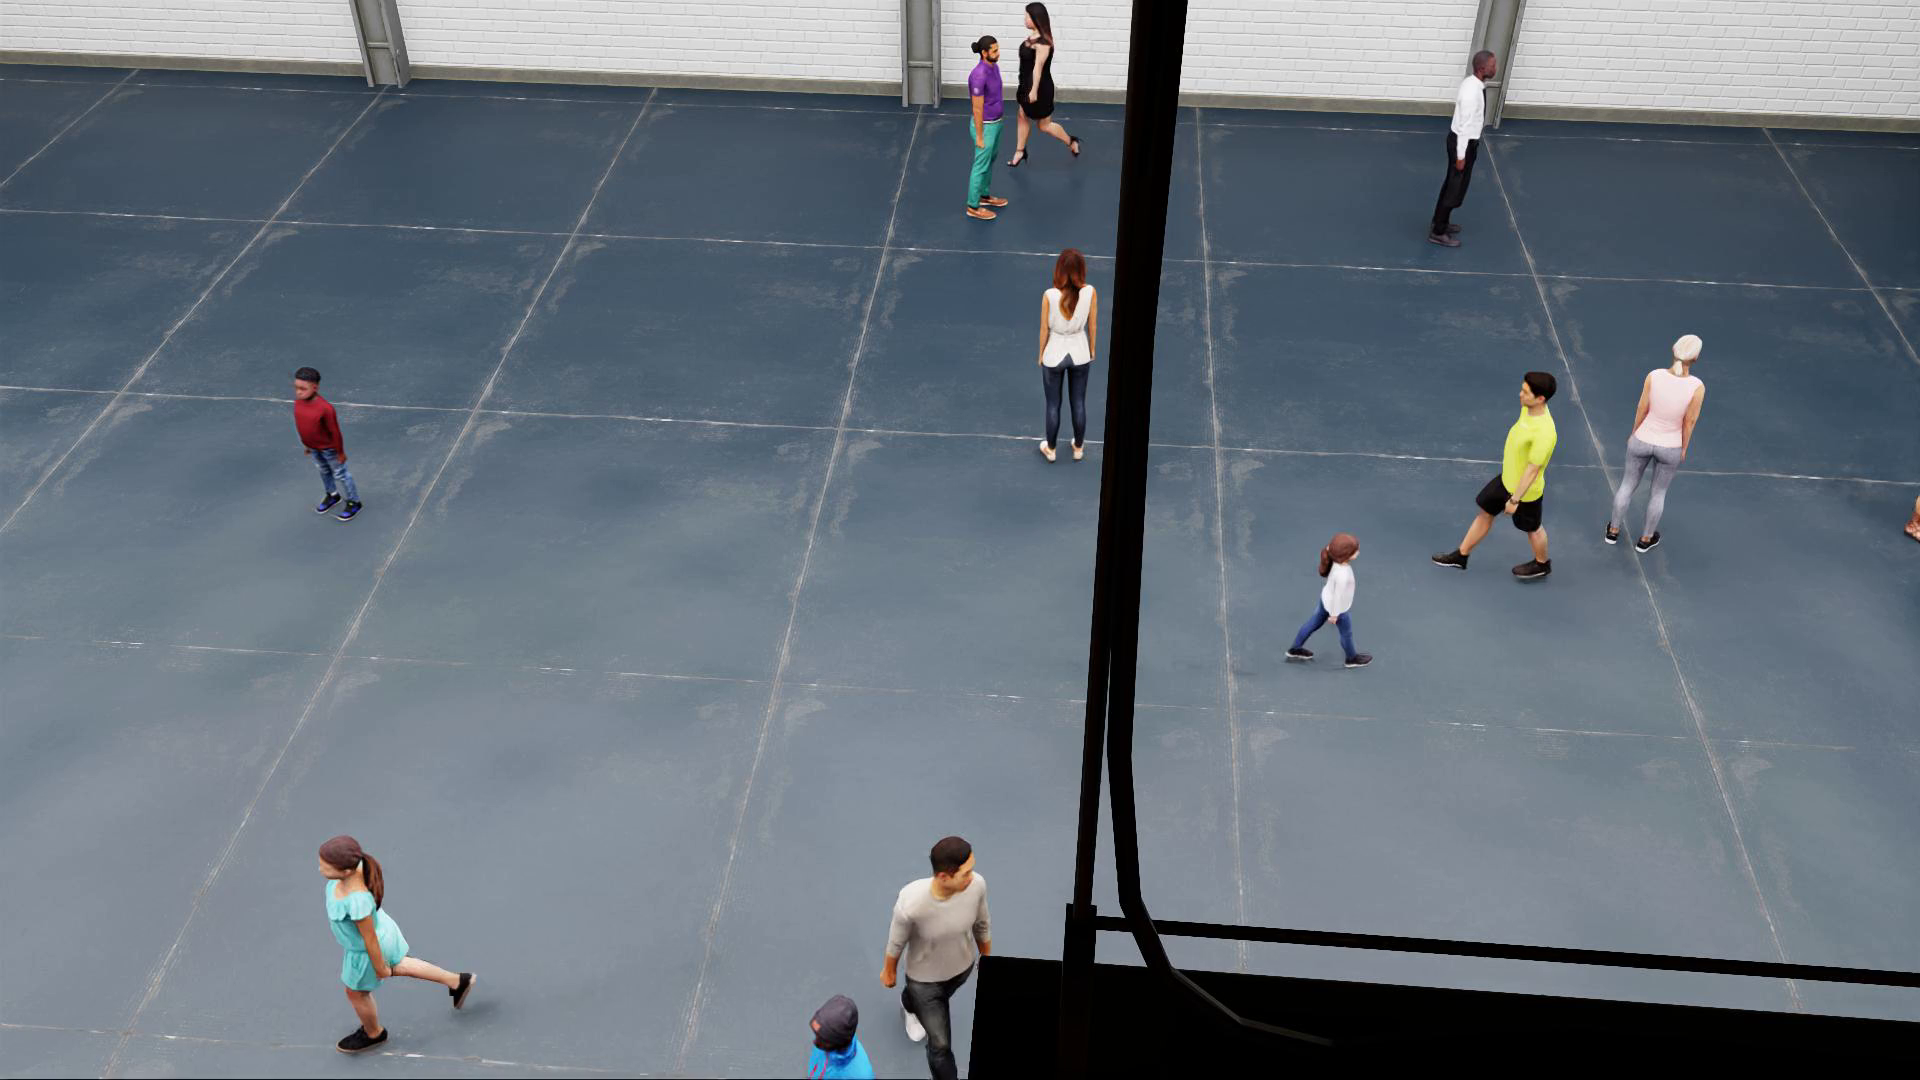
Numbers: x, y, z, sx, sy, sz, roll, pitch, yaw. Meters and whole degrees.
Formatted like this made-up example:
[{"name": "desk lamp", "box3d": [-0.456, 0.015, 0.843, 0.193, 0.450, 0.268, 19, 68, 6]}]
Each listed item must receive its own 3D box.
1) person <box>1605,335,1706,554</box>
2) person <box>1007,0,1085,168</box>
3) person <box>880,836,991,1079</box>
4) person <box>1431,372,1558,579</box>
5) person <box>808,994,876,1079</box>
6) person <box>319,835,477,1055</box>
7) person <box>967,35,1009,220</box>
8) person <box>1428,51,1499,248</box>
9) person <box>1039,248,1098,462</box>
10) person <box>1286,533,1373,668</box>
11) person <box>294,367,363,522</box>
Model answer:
[{"name": "person", "box3d": [4.899, -0.681, 11.690, 0.577, 1.724, 0.690, 22, 43, 25]}, {"name": "person", "box3d": [0.845, -4.439, 16.421, 1.060, 1.693, 0.784, -4, 39, -4]}, {"name": "person", "box3d": [-0.145, 2.039, 8.262, 1.224, 1.753, 1.163, -17, 41, -20]}, {"name": "person", "box3d": [3.922, -0.400, 11.387, 1.101, 1.664, 0.725, -1, 39, -1]}, {"name": "person", "box3d": [-0.509, 2.624, 7.491, 0.736, 1.800, 0.698, -22, 44, -25]}, {"name": "person", "box3d": [-2.927, 2.019, 8.457, 1.046, 1.538, 0.761, -10, 40, -12]}, {"name": "person", "box3d": [0.237, -3.913, 15.703, 0.645, 1.767, 0.678, 14, 41, 17]}, {"name": "person", "box3d": [4.593, -3.604, 15.266, 0.603, 1.829, 0.678, 11, 40, 13]}, {"name": "person", "box3d": [0.806, -1.370, 12.506, 0.533, 1.783, 0.686, -5, 39, -6]}, {"name": "person", "box3d": [2.393, 0.391, 10.856, 0.792, 1.089, 0.497, 0, 39, 0]}, {"name": "person", "box3d": [-4.633, -0.721, 12.119, 0.524, 1.252, 0.628, 19, 42, 22]}]
